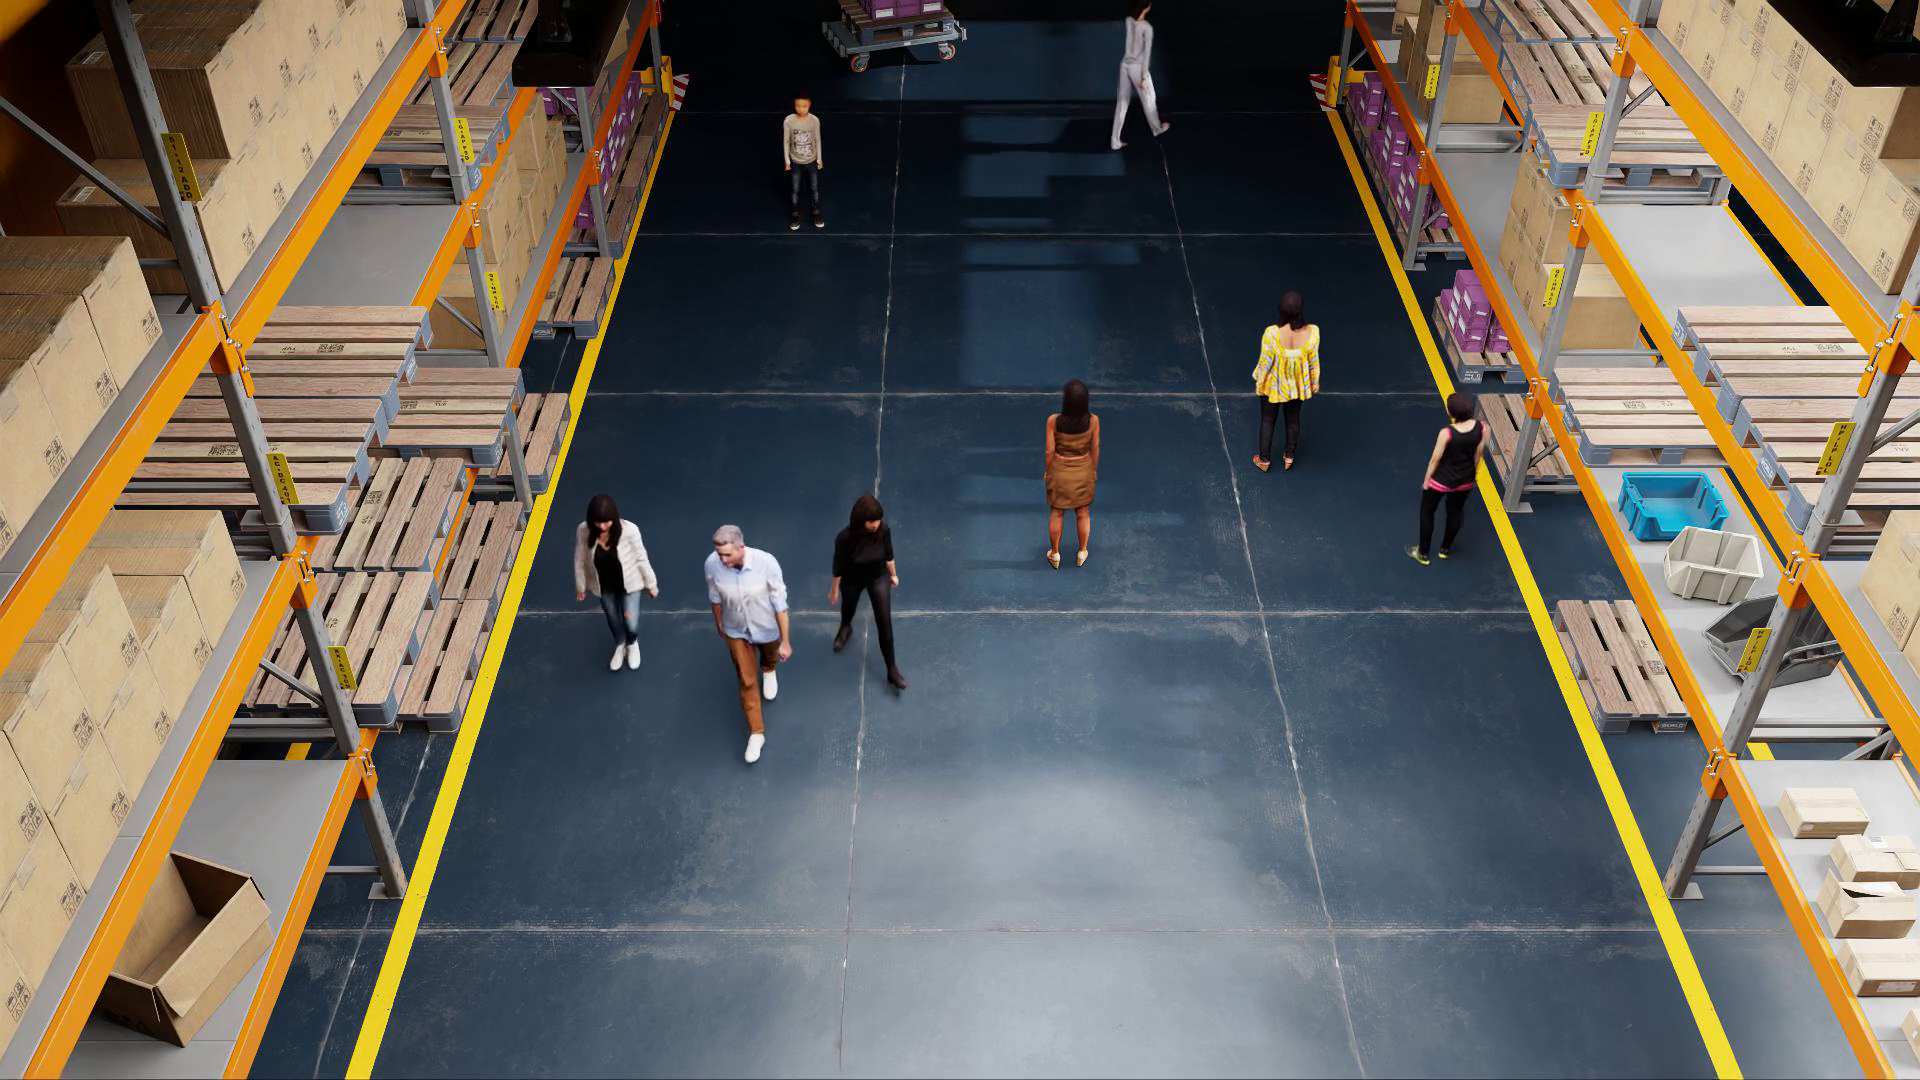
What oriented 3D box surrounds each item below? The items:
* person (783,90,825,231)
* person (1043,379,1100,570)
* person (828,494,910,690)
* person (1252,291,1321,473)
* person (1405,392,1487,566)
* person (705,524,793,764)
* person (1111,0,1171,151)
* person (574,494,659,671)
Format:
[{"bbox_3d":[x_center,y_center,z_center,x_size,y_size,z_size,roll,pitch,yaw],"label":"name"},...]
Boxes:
[{"bbox_3d":[-1.609,-3.925,17.096,0.583,1.466,0.563,-7,39,-9],"label":"person"},{"bbox_3d":[0.838,-0.493,12.623,0.577,1.686,0.519,-3,39,-3],"label":"person"},{"bbox_3d":[-0.701,0.256,11.764,0.889,1.587,1.159,-8,39,-10],"label":"person"},{"bbox_3d":[2.656,-1.282,13.640,0.731,1.648,0.764,-4,39,-5],"label":"person"},{"bbox_3d":[3.774,-0.497,12.748,0.617,1.535,0.565,4,39,5],"label":"person"},{"bbox_3d":[-1.392,0.527,11.277,0.732,1.771,1.171,-2,39,-3],"label":"person"},{"bbox_3d":[1.872,-5.153,18.416,1.071,1.738,1.041,-30,47,-32],"label":"person"},{"bbox_3d":[-2.404,0.254,11.744,0.727,1.615,0.611,4,39,5],"label":"person"}]
